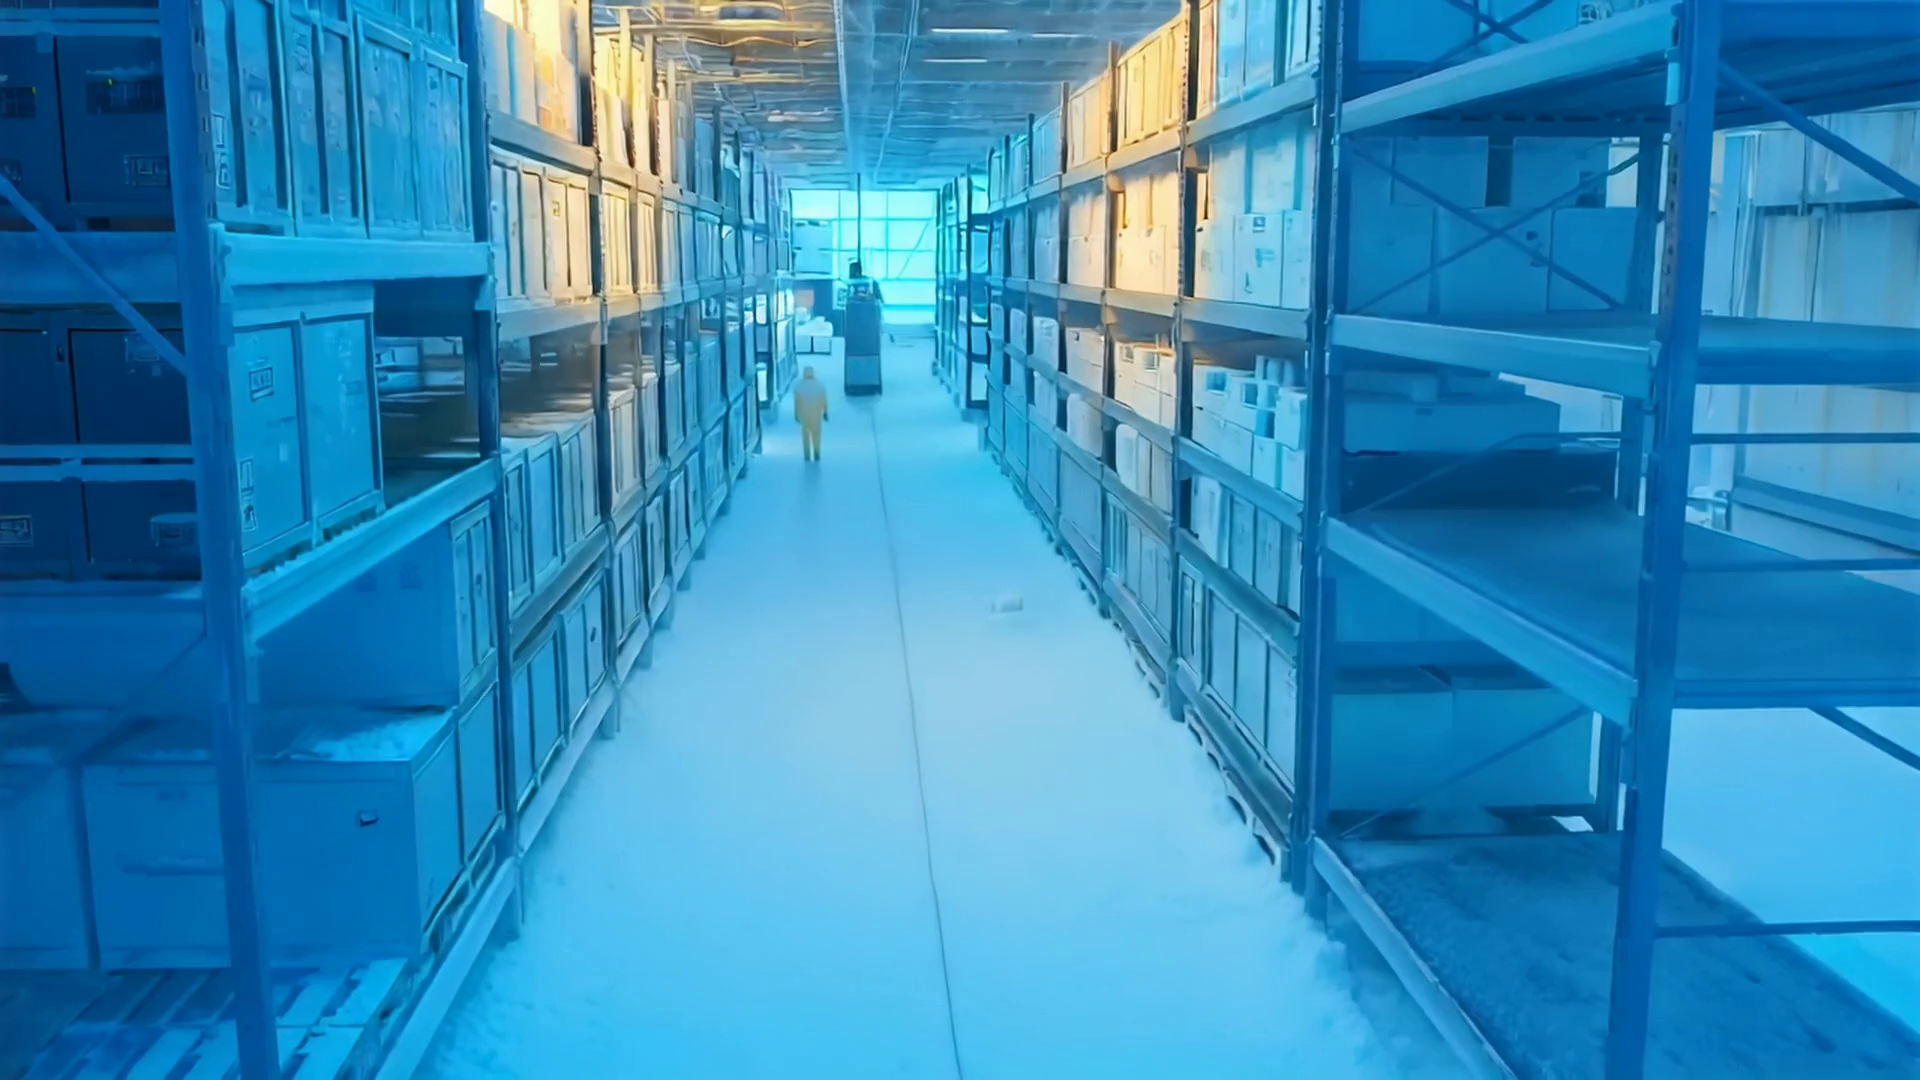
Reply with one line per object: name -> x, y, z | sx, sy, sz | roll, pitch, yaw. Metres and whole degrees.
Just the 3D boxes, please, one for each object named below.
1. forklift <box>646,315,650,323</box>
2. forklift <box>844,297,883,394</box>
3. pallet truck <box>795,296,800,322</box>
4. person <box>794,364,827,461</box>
forklift -> -10.084, -6.305, 52.128 | 1.129, 2.768, 1.873 | -1, 10, -3
forklift -> -2.826, -5.684, 48.421 | 1.129, 2.768, 1.873 | -1, 10, -4
pallet truck -> -8.622, -12.439, 91.403 | 1.885, 1.965, 0.823 | 2, 10, 13
person -> -2.872, -2.433, 31.953 | 0.654, 1.890, 0.712 | -1, 10, -7
